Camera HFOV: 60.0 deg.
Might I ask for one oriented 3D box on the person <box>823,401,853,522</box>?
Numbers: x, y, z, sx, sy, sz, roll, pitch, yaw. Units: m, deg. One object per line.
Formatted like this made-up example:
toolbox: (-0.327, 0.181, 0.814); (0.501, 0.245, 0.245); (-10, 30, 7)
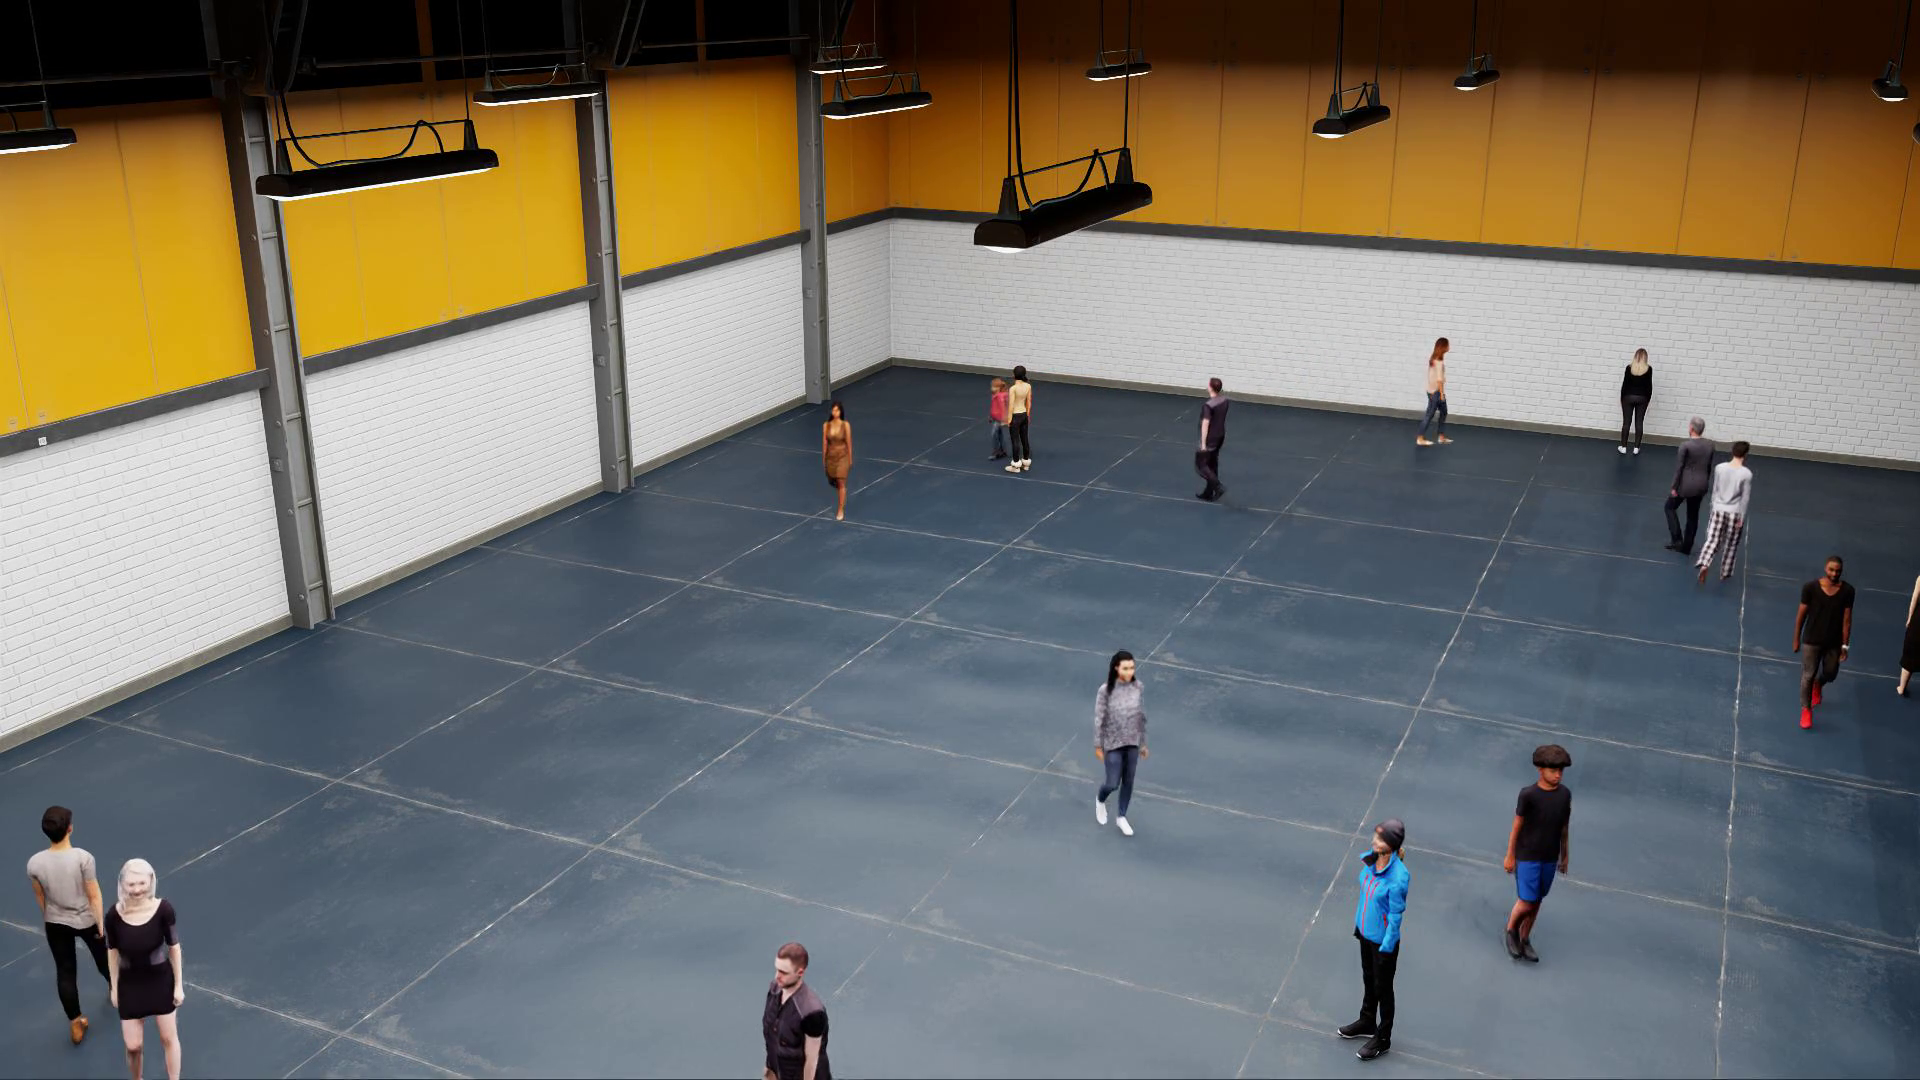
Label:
person: (-1.681, -1.130, 23.190); (0.709, 1.673, 0.985); (3, 19, 10)

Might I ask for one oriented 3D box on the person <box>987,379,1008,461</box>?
person: (0.664, -1.892, 26.035); (0.733, 1.301, 0.672); (-6, 19, -16)

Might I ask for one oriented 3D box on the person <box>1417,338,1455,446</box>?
person: (7.542, -2.373, 26.724); (0.799, 1.773, 0.828); (4, 19, 11)

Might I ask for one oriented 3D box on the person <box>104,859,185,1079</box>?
person: (-5.328, 2.909, 10.958); (0.693, 1.823, 0.767); (-6, 20, -17)

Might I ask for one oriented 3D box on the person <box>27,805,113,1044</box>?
person: (-6.284, 2.725, 11.713); (0.986, 1.691, 1.130); (-4, 19, -11)

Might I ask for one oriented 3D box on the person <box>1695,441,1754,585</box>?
person: (9.437, -0.316, 20.531); (0.808, 1.827, 1.085); (16, 25, 40)

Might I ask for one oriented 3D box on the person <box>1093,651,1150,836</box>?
person: (1.378, 1.742, 14.587); (0.773, 1.719, 0.833); (-7, 20, -20)

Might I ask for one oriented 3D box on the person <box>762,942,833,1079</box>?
person: (-0.892, 3.216, 10.091); (1.231, 1.796, 1.006); (-15, 24, -37)

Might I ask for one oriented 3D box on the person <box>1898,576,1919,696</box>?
person: (10.079, 0.876, 17.308); (0.603, 1.624, 0.608); (12, 22, 32)

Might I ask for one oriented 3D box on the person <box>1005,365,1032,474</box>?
person: (0.904, -1.860, 25.377); (0.640, 1.660, 0.749); (-14, 23, -36)

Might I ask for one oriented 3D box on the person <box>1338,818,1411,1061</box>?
person: (2.905, 2.738, 11.510); (0.750, 1.797, 0.674); (-5, 19, -15)

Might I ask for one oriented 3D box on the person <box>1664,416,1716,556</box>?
person: (9.529, -0.681, 21.615); (0.859, 1.826, 0.862); (-2, 19, -6)

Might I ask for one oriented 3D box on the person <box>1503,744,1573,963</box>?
person: (4.345, 2.349, 12.676); (0.760, 1.788, 0.807); (-5, 19, -14)

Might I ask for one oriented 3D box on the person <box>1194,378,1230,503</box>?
person: (3.652, -1.400, 23.741); (0.923, 1.833, 0.903); (17, 25, 41)

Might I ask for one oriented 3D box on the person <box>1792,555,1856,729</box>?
person: (8.681, 0.977, 16.749); (0.698, 1.790, 0.938); (7, 20, 19)

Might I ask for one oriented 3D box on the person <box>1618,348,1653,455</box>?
person: (10.702, -2.208, 26.369); (0.647, 1.686, 0.578); (5, 19, 15)
